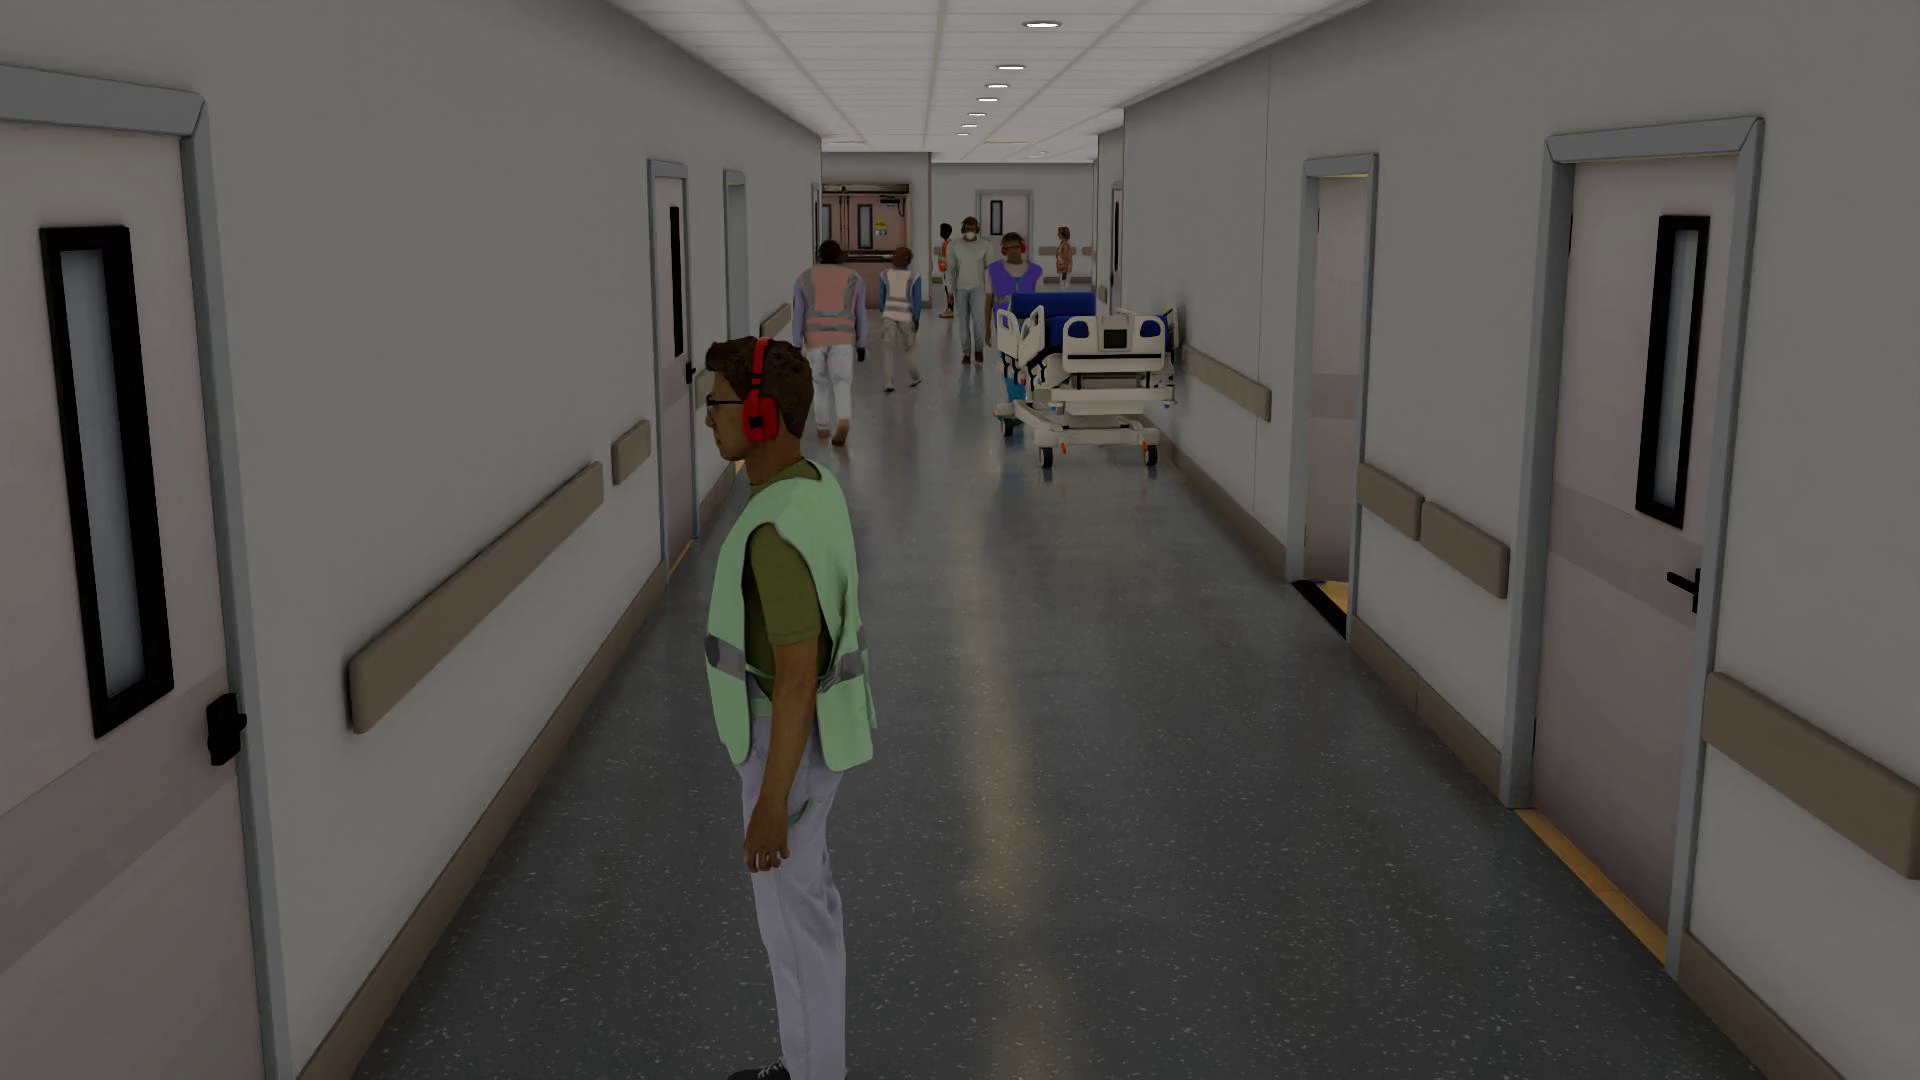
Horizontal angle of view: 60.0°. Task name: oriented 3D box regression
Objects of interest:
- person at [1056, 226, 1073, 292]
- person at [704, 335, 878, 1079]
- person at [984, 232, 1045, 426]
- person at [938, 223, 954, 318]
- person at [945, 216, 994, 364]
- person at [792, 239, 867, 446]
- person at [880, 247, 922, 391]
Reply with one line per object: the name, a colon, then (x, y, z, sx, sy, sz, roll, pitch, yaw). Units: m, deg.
person: (1.864, -4.784, 29.786, 0.308, 1.639, 0.524, 0, 12, -1)
person: (-0.369, 0.477, 3.654, 0.374, 1.843, 0.573, 0, 12, -1)
person: (0.556, -2.017, 15.875, 0.626, 1.809, 0.636, -2, 12, -12)
person: (-0.241, -4.853, 29.982, 0.316, 1.696, 0.541, 0, 12, -1)
person: (0.125, -3.230, 21.561, 0.632, 1.917, 0.483, 1, 12, 6)
person: (-1.139, -1.729, 14.563, 0.659, 1.793, 0.896, -1, 12, -5)
person: (-0.666, -2.479, 18.665, 0.523, 1.588, 0.860, 3, 12, 15)
